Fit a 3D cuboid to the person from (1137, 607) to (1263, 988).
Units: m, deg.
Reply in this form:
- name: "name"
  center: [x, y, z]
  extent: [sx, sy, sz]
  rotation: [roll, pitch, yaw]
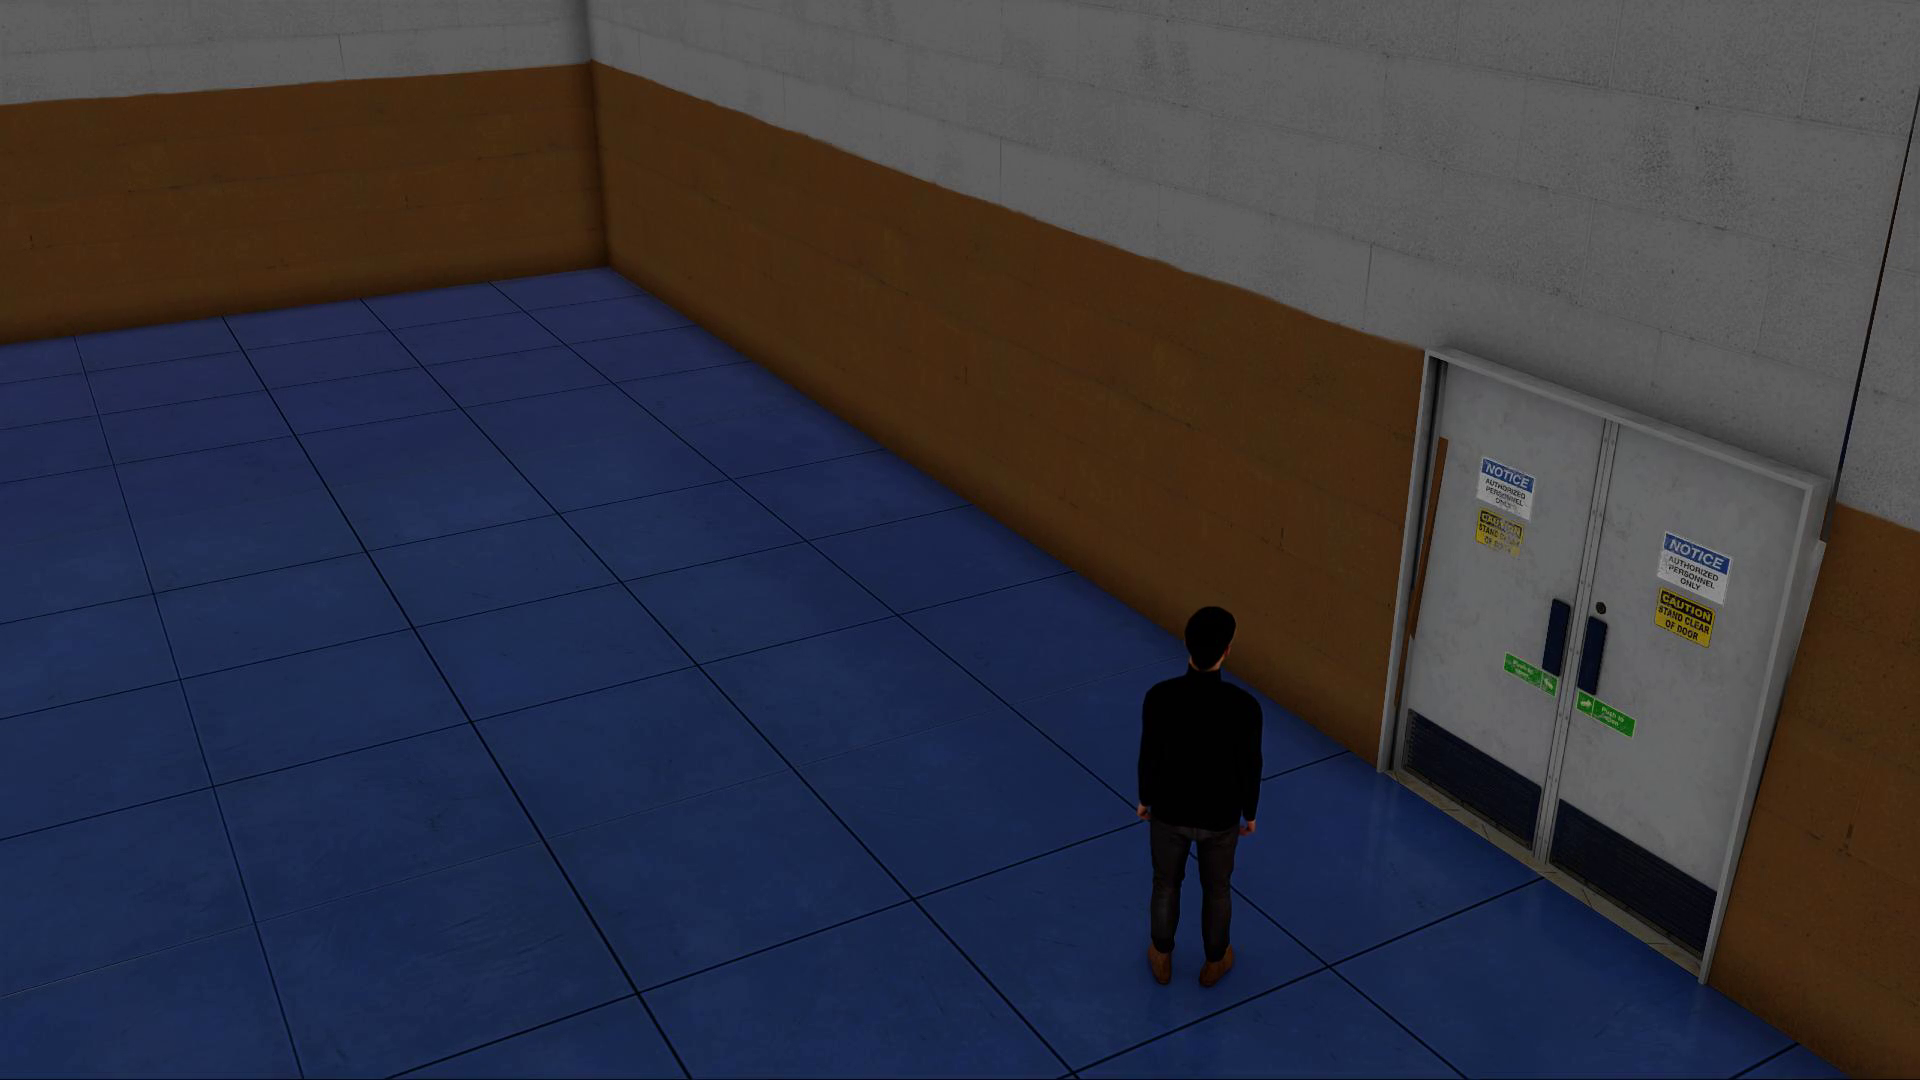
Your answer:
- name: "person"
  center: [0.976, 1.073, 6.878]
  extent: [0.698, 1.722, 0.772]
  rotation: [5, 24, 11]
